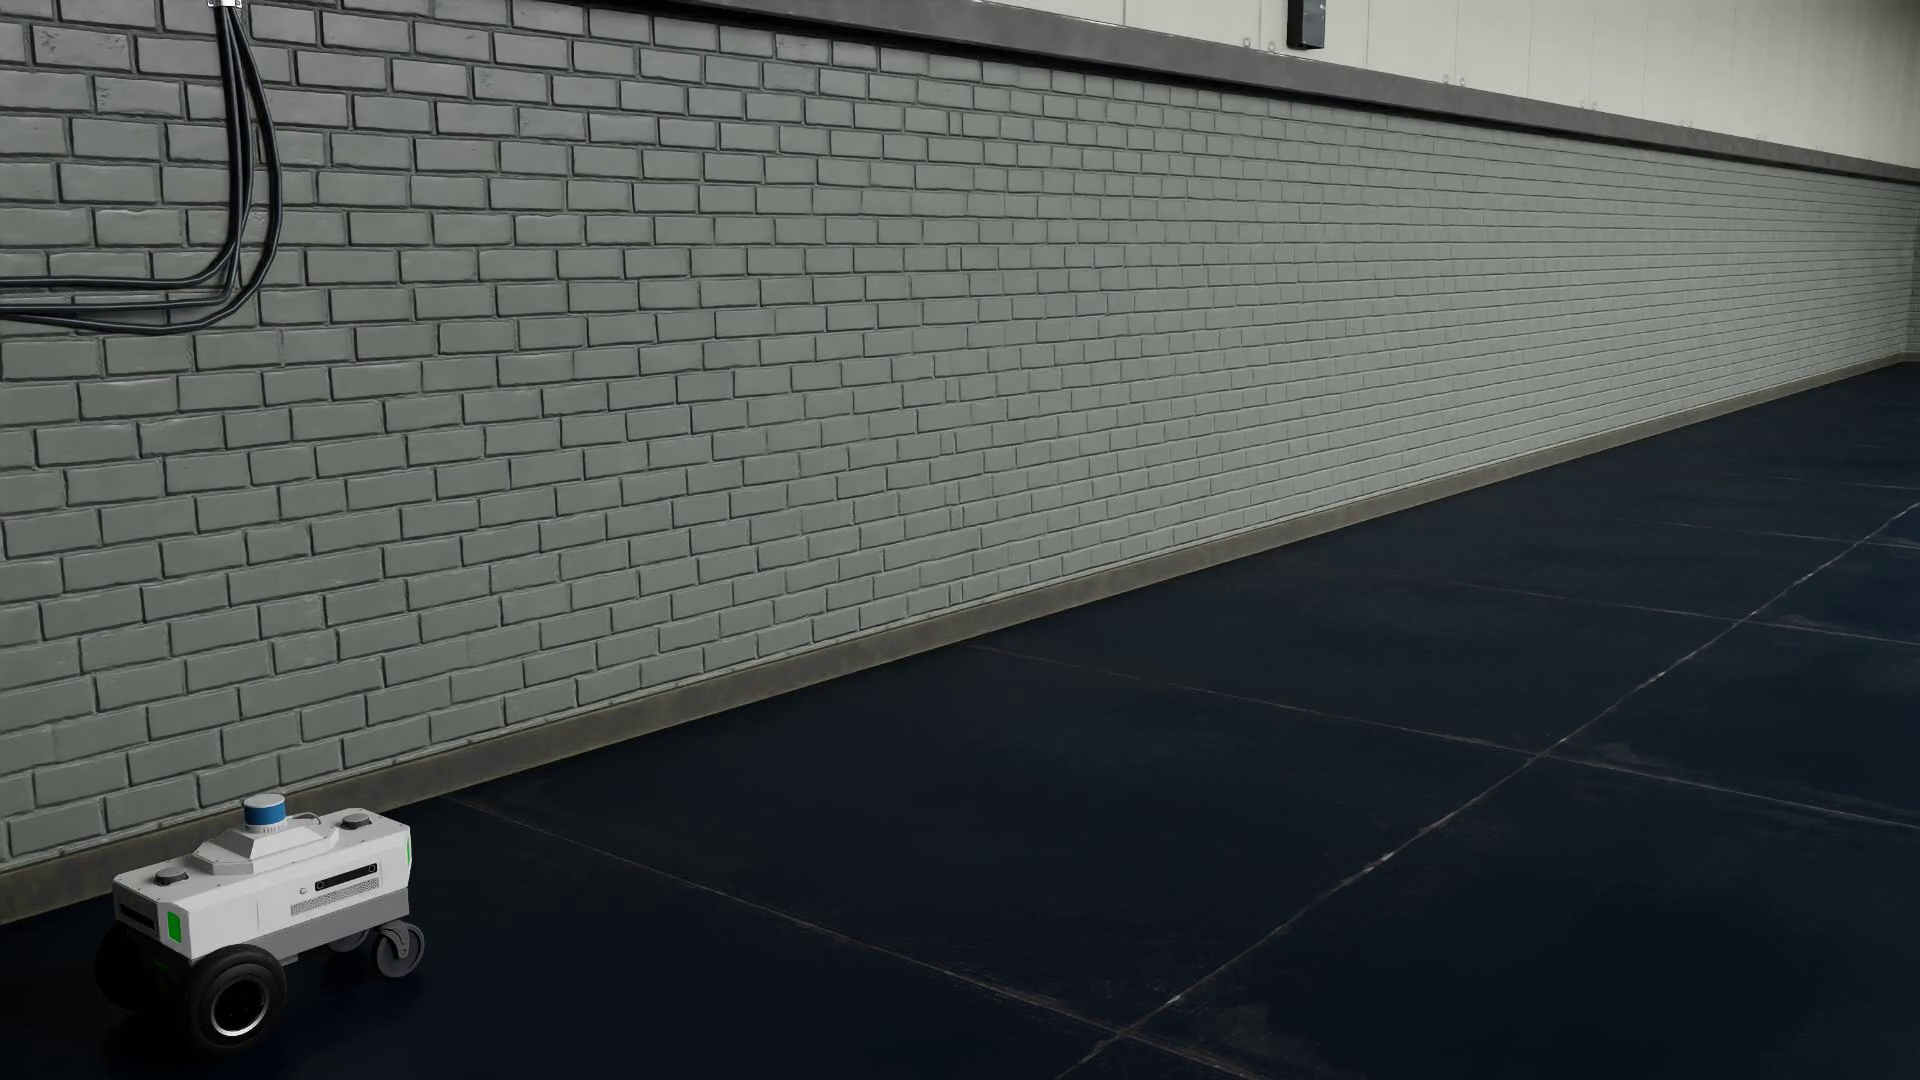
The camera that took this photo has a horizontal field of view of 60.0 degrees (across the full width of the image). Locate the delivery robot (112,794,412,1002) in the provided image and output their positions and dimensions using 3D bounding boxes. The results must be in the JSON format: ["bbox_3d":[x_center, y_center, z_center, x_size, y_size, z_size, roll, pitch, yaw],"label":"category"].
[{"bbox_3d":[-1.825,0.917,4.407,0.477,0.478,0.707,8,13,38],"label":"delivery robot"}]
